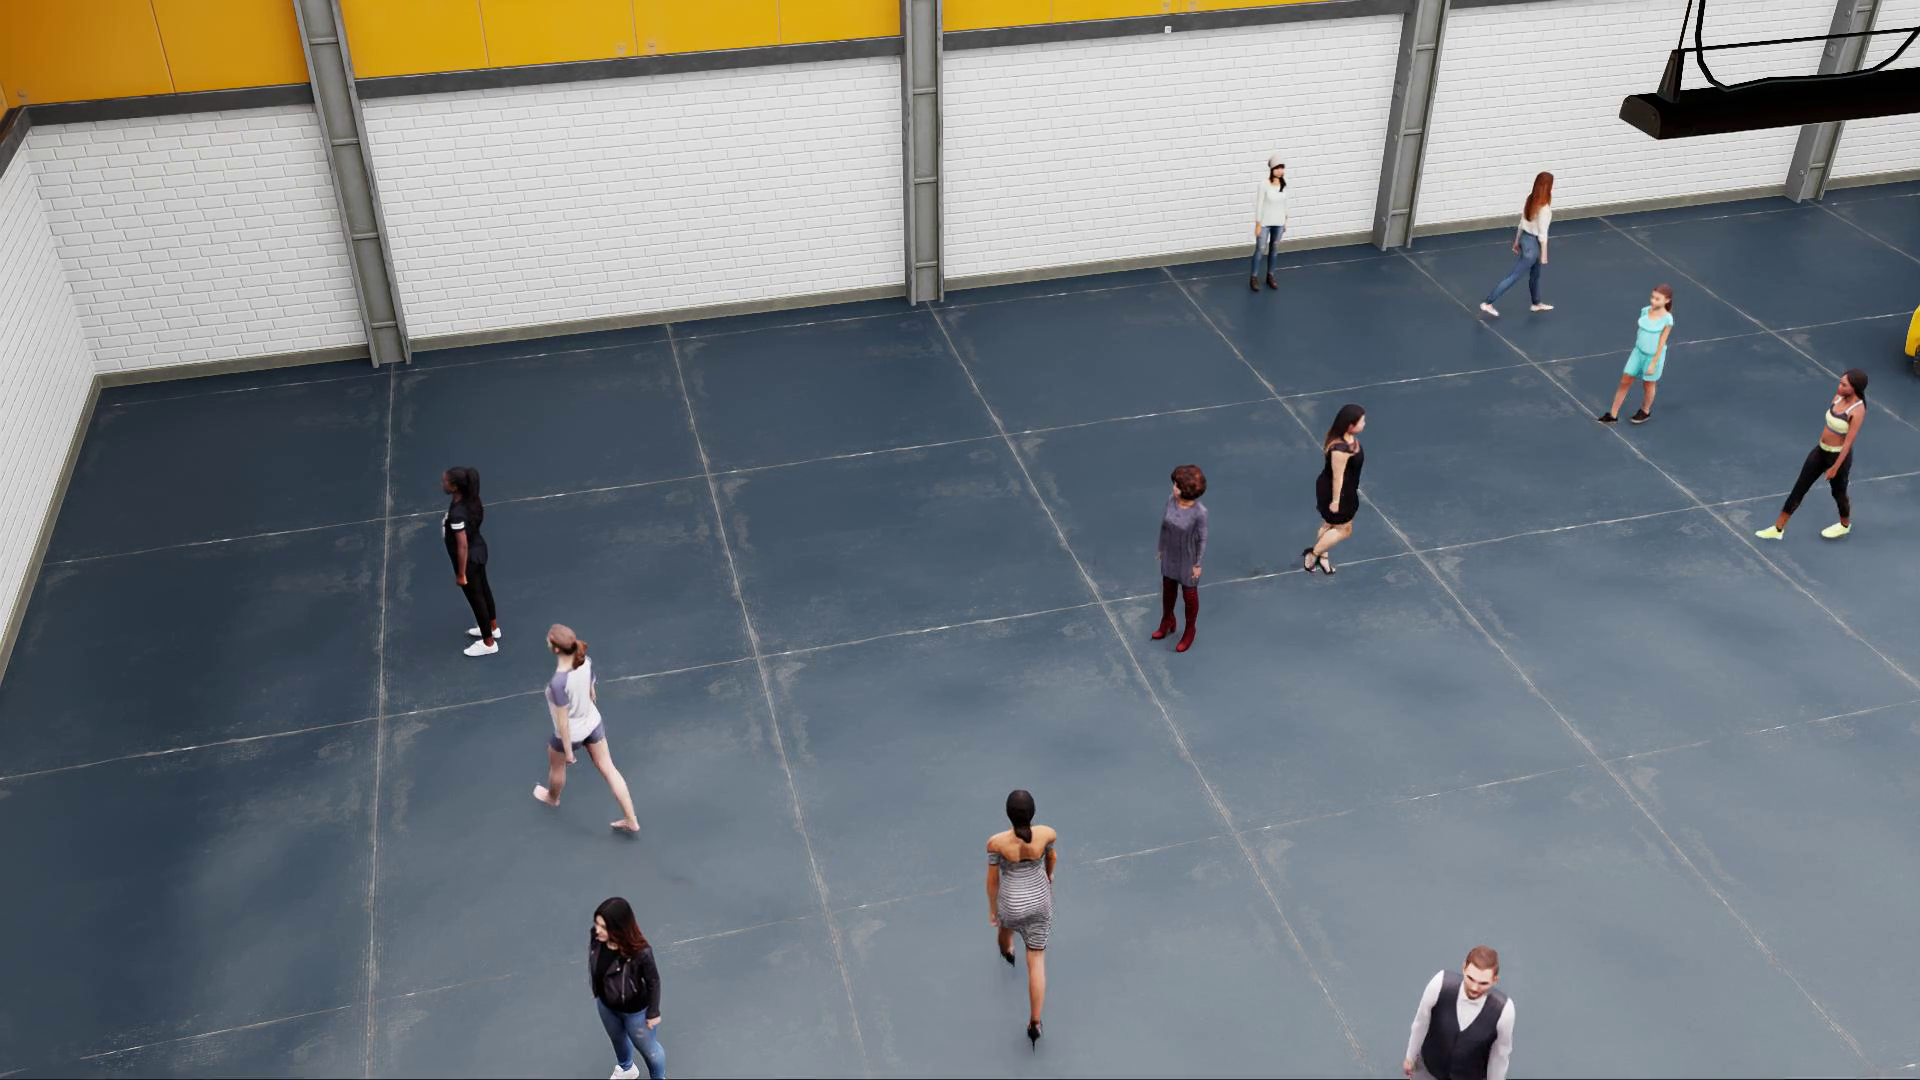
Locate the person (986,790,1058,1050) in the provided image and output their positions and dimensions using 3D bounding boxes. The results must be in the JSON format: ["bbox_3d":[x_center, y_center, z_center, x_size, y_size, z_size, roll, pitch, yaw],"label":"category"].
[{"bbox_3d":[0.406,2.320,10.122,1.077,1.772,0.788,-3,34,-5],"label":"person"}]

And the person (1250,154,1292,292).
[{"bbox_3d":[3.597,-3.689,19.278,0.419,1.643,0.617,-8,35,-12],"label":"person"}]

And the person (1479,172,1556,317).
[{"bbox_3d":[6.285,-3.269,18.600,1.170,1.693,0.711,-3,34,-4],"label":"person"}]

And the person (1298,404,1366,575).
[{"bbox_3d":[3.147,-0.415,14.296,0.795,1.705,0.752,3,34,5],"label":"person"}]

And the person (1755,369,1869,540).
[{"bbox_3d":[7.813,-0.707,14.735,1.146,1.706,0.652,-5,34,-7],"label":"person"}]

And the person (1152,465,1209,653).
[{"bbox_3d":[1.803,0.137,13.463,0.660,1.708,0.661,-28,42,-35],"label":"person"}]

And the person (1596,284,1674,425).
[{"bbox_3d":[6.927,-1.844,16.602,0.946,1.533,0.695,-19,38,-26],"label":"person"}]

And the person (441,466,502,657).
[{"bbox_3d":[-3.957,0.150,13.425,0.653,1.728,0.660,-2,34,-2],"label":"person"}]

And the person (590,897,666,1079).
[{"bbox_3d":[-1.942,2.688,9.693,0.713,1.633,0.769,19,38,26],"label":"person"}]

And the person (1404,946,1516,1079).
[{"bbox_3d":[2.733,2.864,9.165,0.781,1.926,0.857,15,36,21],"label":"person"}]

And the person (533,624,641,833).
[{"bbox_3d":[-2.594,1.366,11.609,1.155,1.714,1.123,19,38,26],"label":"person"}]
